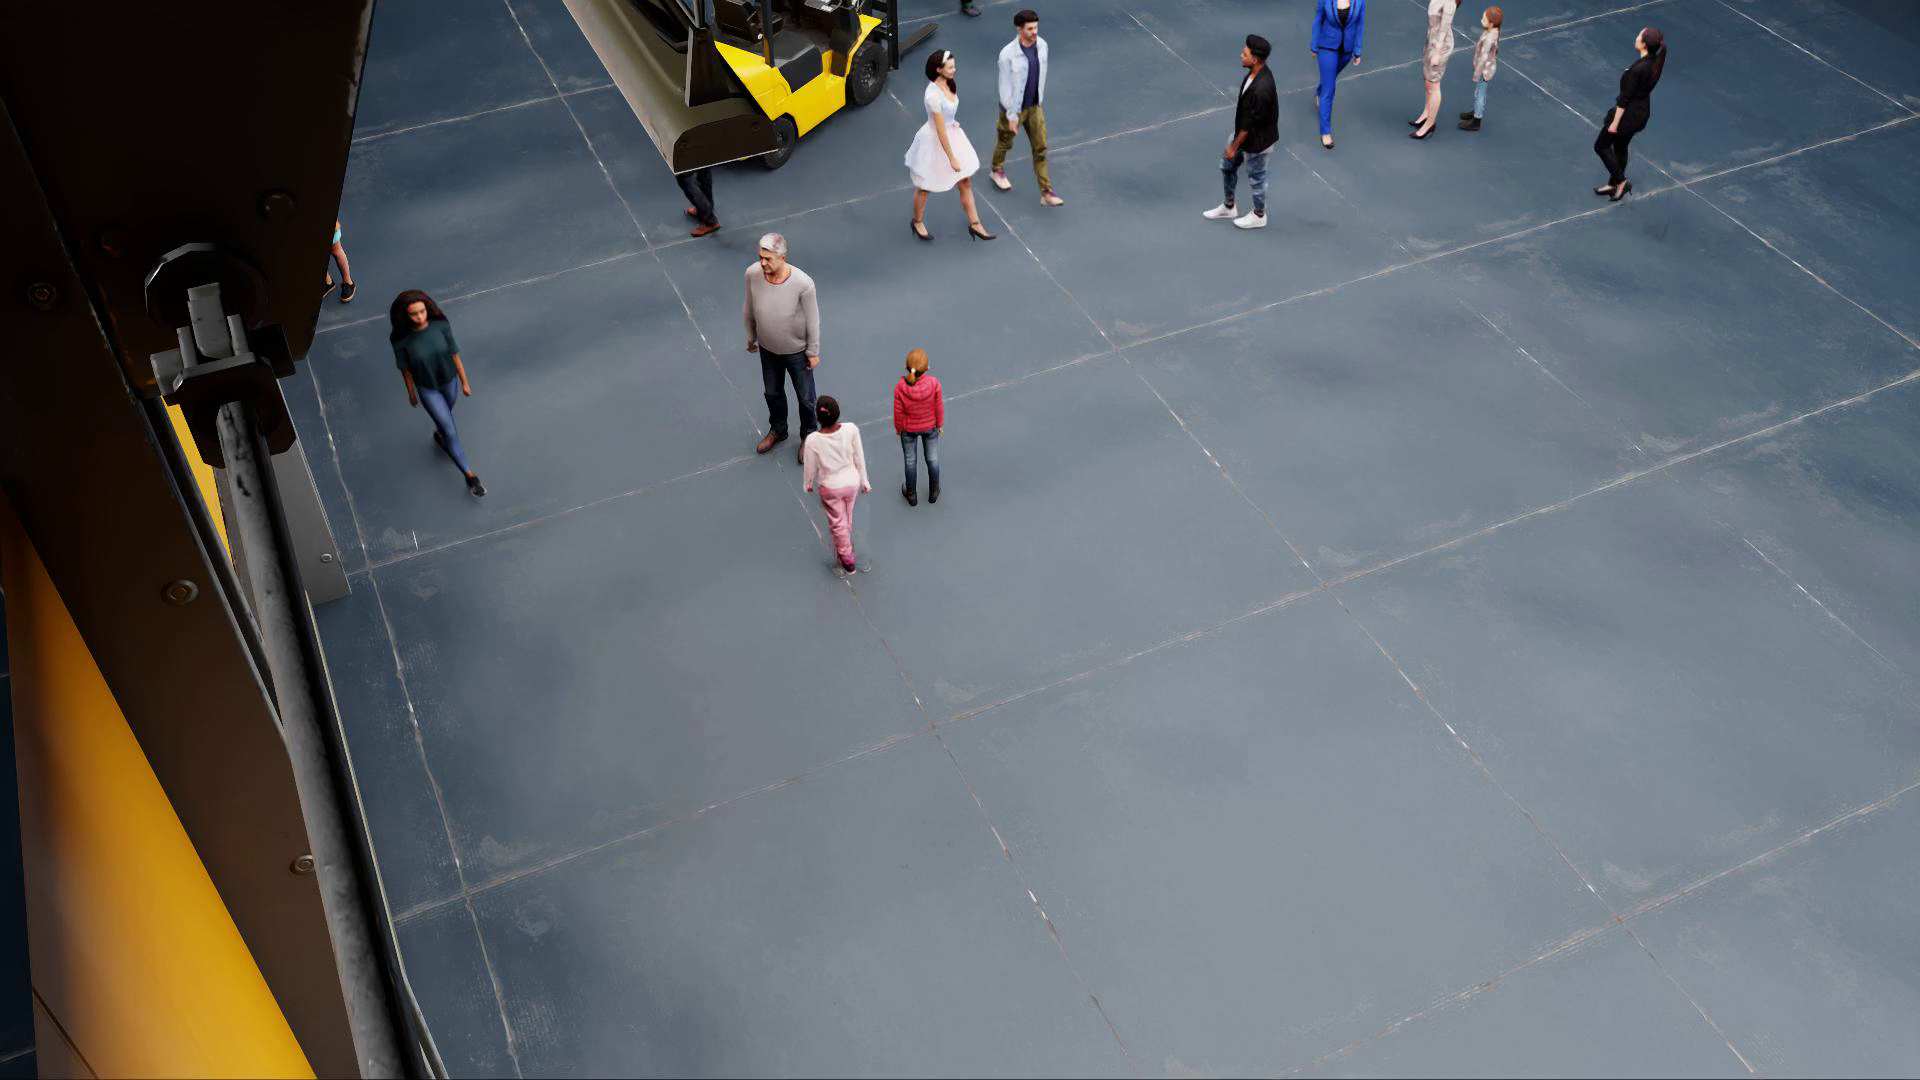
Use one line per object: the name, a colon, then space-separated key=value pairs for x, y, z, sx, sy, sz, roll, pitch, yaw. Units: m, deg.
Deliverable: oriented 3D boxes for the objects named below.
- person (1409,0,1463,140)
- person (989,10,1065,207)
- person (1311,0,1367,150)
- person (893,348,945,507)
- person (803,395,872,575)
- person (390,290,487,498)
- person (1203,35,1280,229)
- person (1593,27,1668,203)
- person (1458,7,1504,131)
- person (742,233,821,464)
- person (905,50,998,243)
person: x=4.446 y=-4.571 z=15.454 sx=0.733 sy=1.743 sz=0.627 roll=5 pitch=44 yaw=5
person: x=0.476 y=-3.827 z=14.659 sx=0.766 sy=1.763 sz=1.183 roll=-23 pitch=48 yaw=-22
person: x=3.497 y=-4.623 z=15.573 sx=0.865 sy=1.655 sz=1.246 roll=-4 pitch=44 yaw=-4
person: x=-0.289 y=-0.799 z=11.804 sx=0.564 sy=1.317 sz=0.571 roll=-4 pitch=44 yaw=-5
person: x=-0.792 y=-0.353 z=11.252 sx=0.561 sy=1.432 sz=0.752 roll=-16 pitch=46 yaw=-16
person: x=-3.795 y=-1.147 z=11.985 sx=0.760 sy=1.571 sz=1.134 roll=-28 pitch=50 yaw=-26
person: x=2.607 y=-3.457 z=14.256 sx=0.912 sy=1.784 sz=0.864 roll=-1 pitch=44 yaw=-1
person: x=5.914 y=-3.655 z=14.563 sx=0.692 sy=1.646 sz=0.742 roll=-30 pitch=51 yaw=-28
person: x=4.972 y=-4.474 z=15.752 sx=0.600 sy=1.192 sz=0.544 roll=15 pitch=46 yaw=15
person: x=-1.269 y=-1.412 z=12.018 sx=0.821 sy=1.910 sz=0.887 roll=15 pitch=46 yaw=15
person: x=-0.265 y=-3.303 z=14.091 sx=1.137 sy=1.788 sz=1.049 roll=17 pitch=46 yaw=17
